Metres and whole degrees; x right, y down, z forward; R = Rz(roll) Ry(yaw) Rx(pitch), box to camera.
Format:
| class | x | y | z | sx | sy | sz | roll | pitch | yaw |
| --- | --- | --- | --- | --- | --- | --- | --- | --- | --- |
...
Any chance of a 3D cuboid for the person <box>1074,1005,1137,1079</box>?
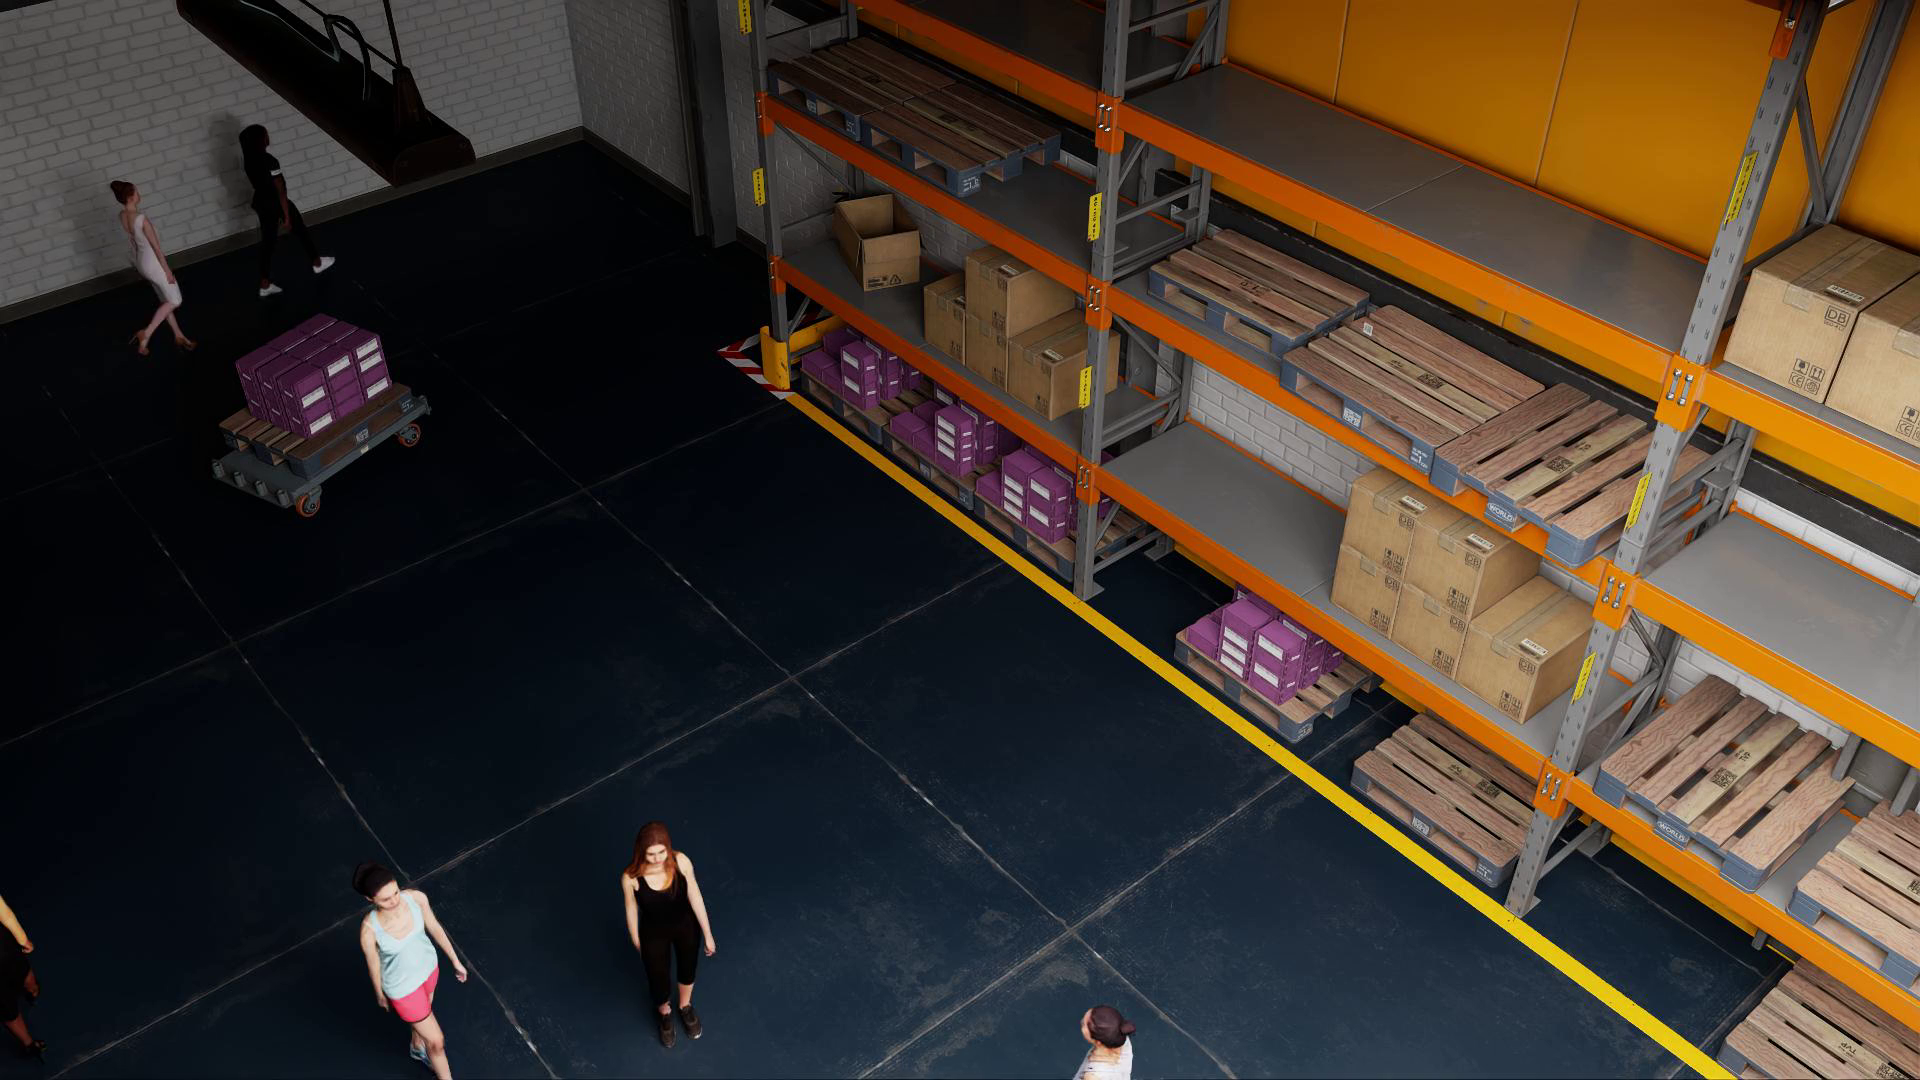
| class | x | y | z | sx | sy | sz | roll | pitch | yaw |
| --- | --- | --- | --- | --- | --- | --- | --- | --- | --- |
| person | 0.793 | 2.959 | 8.503 | 1.104 | 1.579 | 0.865 | 16 | 41 | 19 |

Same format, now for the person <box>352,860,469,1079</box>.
| class | x | y | z | sx | sy | sz | roll | pitch | yaw |
| --- | --- | --- | --- | --- | --- | --- | --- | --- | --- |
| person | -3.059 | 2.359 | 9.122 | 0.952 | 1.745 | 0.745 | 20 | 43 | 24 |

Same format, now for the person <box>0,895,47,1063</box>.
| class | x | y | z | sx | sy | sz | roll | pitch | yaw |
| --- | --- | --- | --- | --- | --- | --- | --- | --- | --- |
| person | -5.386 | 2.348 | 9.223 | 0.630 | 1.636 | 0.866 | -24 | 45 | -27 |

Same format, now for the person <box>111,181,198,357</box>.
| class | x | y | z | sx | sy | sz | roll | pitch | yaw |
| --- | --- | --- | --- | --- | --- | --- | --- | --- | --- |
| person | -7.368 | -2.393 | 15.043 | 0.831 | 1.780 | 0.757 | 25 | 45 | 28 |

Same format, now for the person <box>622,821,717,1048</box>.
| class | x | y | z | sx | sy | sz | roll | pitch | yaw |
| --- | --- | --- | --- | --- | --- | --- | --- | --- | --- |
| person | -1.651 | 2.153 | 9.403 | 0.653 | 1.716 | 0.647 | -15 | 41 | -18 |

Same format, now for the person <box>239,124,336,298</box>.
| class | x | y | z | sx | sy | sz | roll | pitch | yaw |
| --- | --- | --- | --- | --- | --- | --- | --- | --- | --- |
| person | -6.685 | -3.151 | 16.071 | 1.197 | 1.682 | 1.021 | 17 | 42 | 20 |
